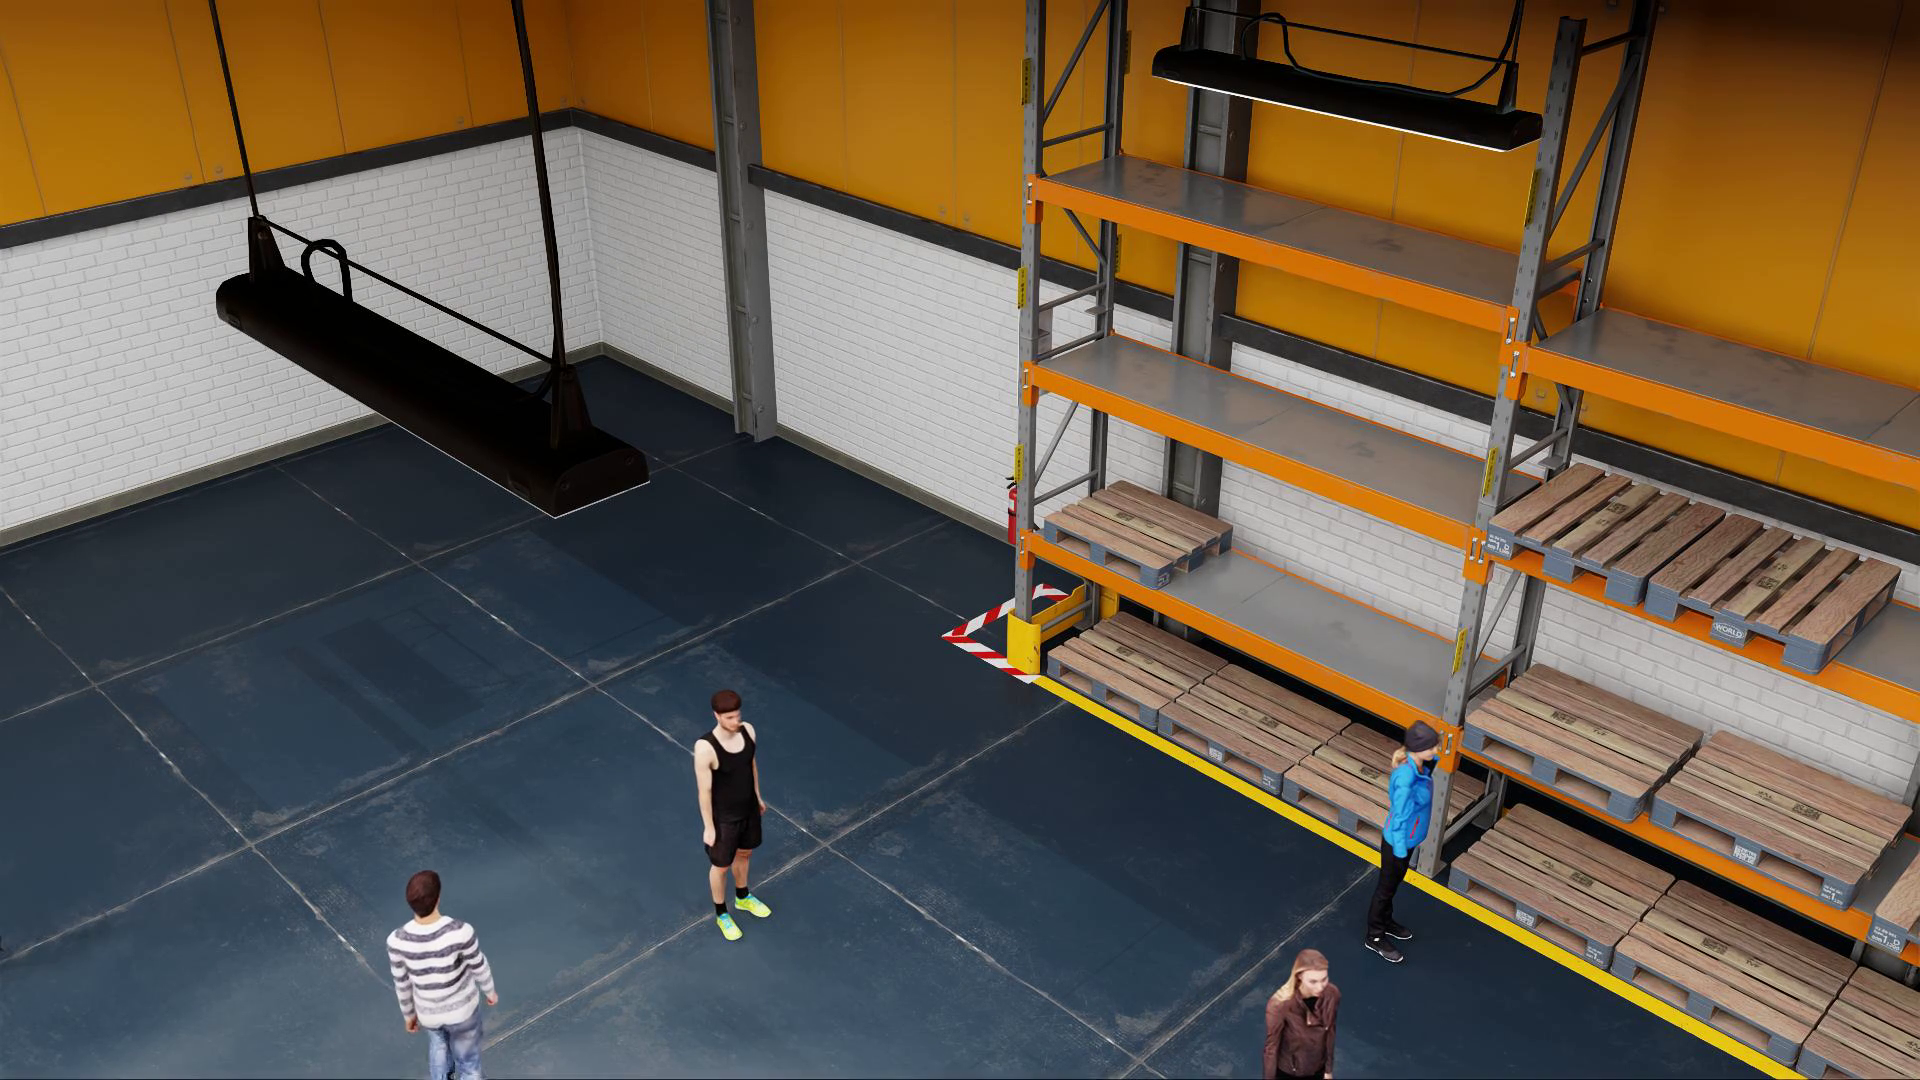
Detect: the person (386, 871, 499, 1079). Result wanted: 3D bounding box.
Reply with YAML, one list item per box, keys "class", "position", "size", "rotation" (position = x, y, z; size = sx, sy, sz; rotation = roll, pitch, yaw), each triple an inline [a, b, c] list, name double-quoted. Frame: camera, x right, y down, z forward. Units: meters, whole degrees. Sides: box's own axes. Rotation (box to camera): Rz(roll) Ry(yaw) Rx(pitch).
- class: "person"
  position: [-2.944, 2.730, 9.476]
  size: [0.806, 1.833, 0.865]
  rotation: [0, 29, 0]

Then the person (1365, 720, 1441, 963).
- class: "person"
  position: [2.900, 1.950, 10.933]
  size: [0.612, 1.807, 0.669]
  rotation: [15, 32, 26]

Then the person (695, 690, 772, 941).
- class: "person"
  position: [-1.528, 1.794, 11.131]
  size: [0.589, 1.891, 0.713]
  rotation: [21, 35, 33]

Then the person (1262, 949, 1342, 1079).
- class: "person"
  position: [1.864, 2.932, 9.239]
  size: [0.673, 1.705, 0.646]
  rotation: [-10, 30, -18]
